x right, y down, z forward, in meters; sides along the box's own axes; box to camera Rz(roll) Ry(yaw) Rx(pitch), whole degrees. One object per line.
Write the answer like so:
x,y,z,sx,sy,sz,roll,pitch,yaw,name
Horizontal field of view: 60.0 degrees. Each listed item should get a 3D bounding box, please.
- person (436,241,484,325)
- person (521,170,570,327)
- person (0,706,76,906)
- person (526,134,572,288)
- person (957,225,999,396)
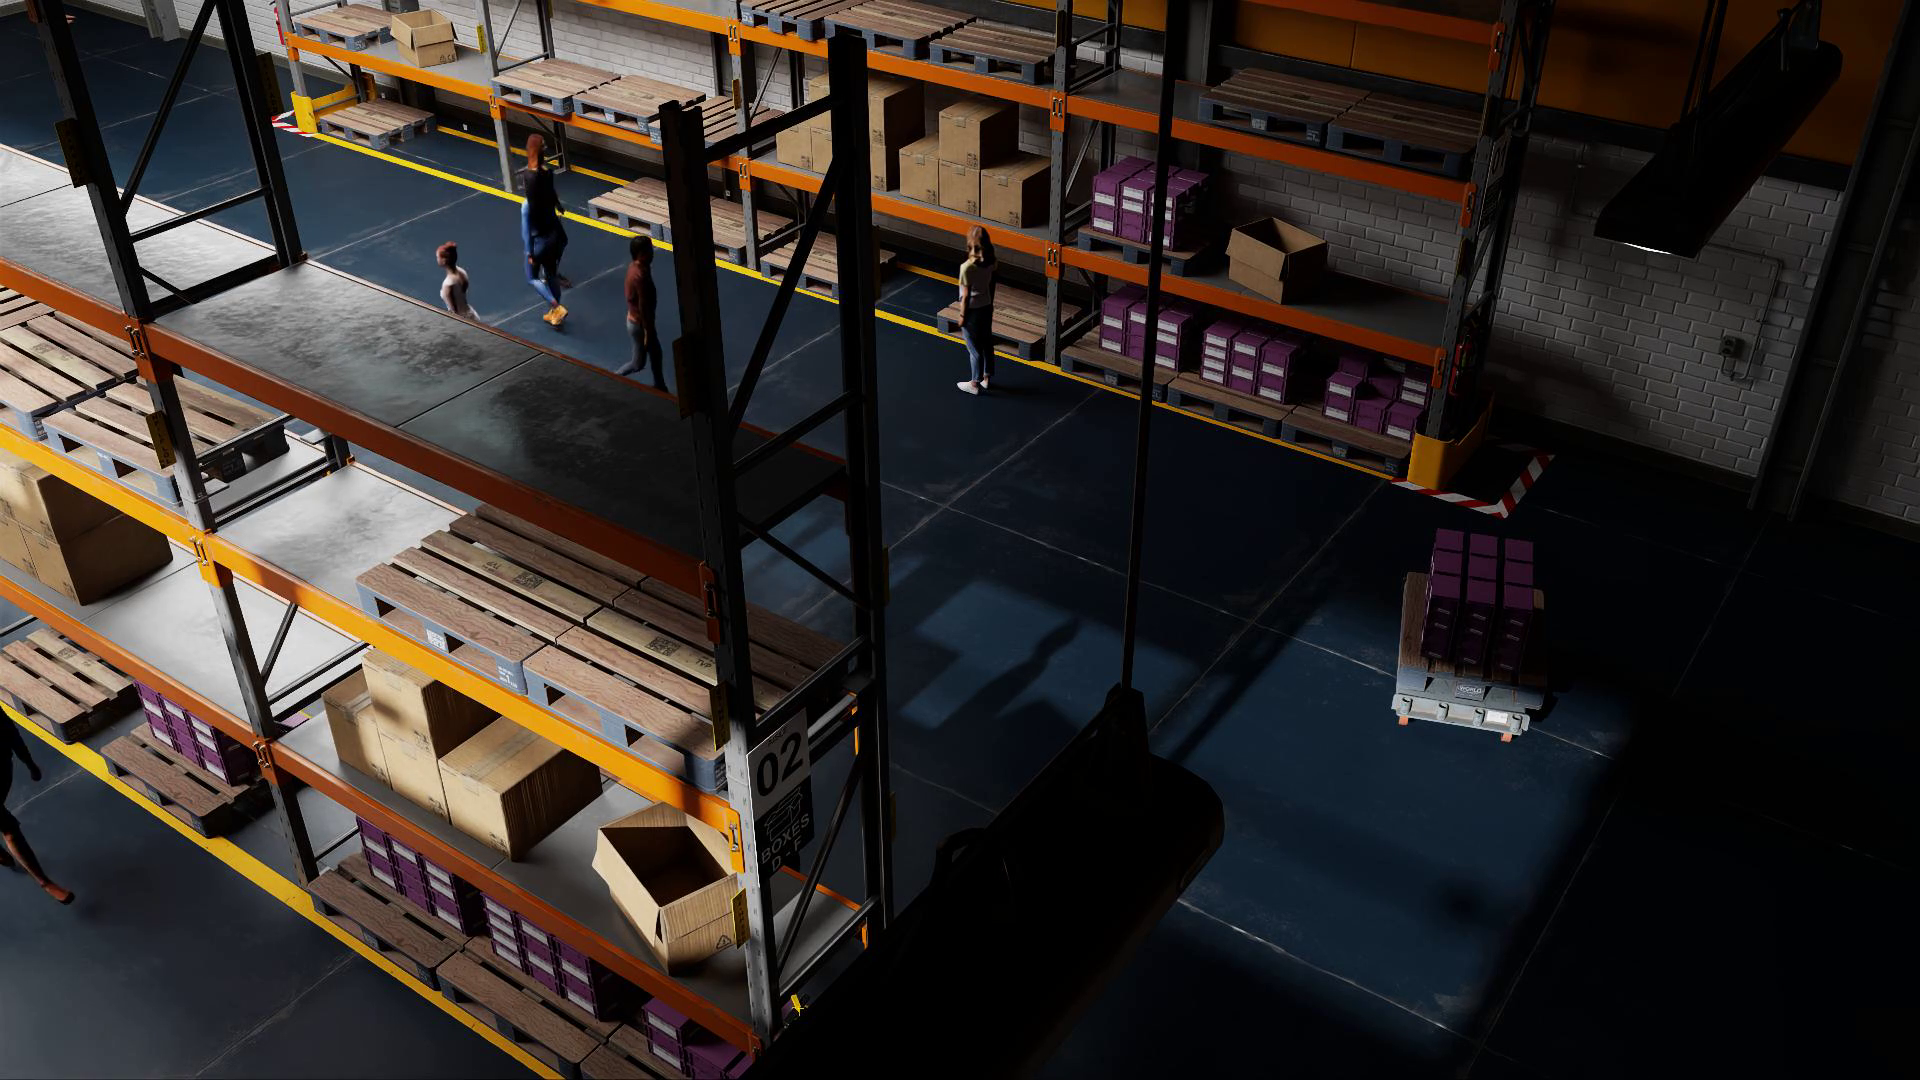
-4.535,-1.948,15.589,1.184,1.740,0.835,7,34,11,person
-4.237,-2.974,17.167,0.708,1.702,0.613,22,40,30,person
-6.128,1.475,10.408,1.198,1.775,0.661,18,38,25,person
-4.578,-3.569,18.051,0.761,1.715,0.707,-3,34,-5,person
0.174,-2.212,16.001,0.578,1.723,0.645,26,42,34,person
